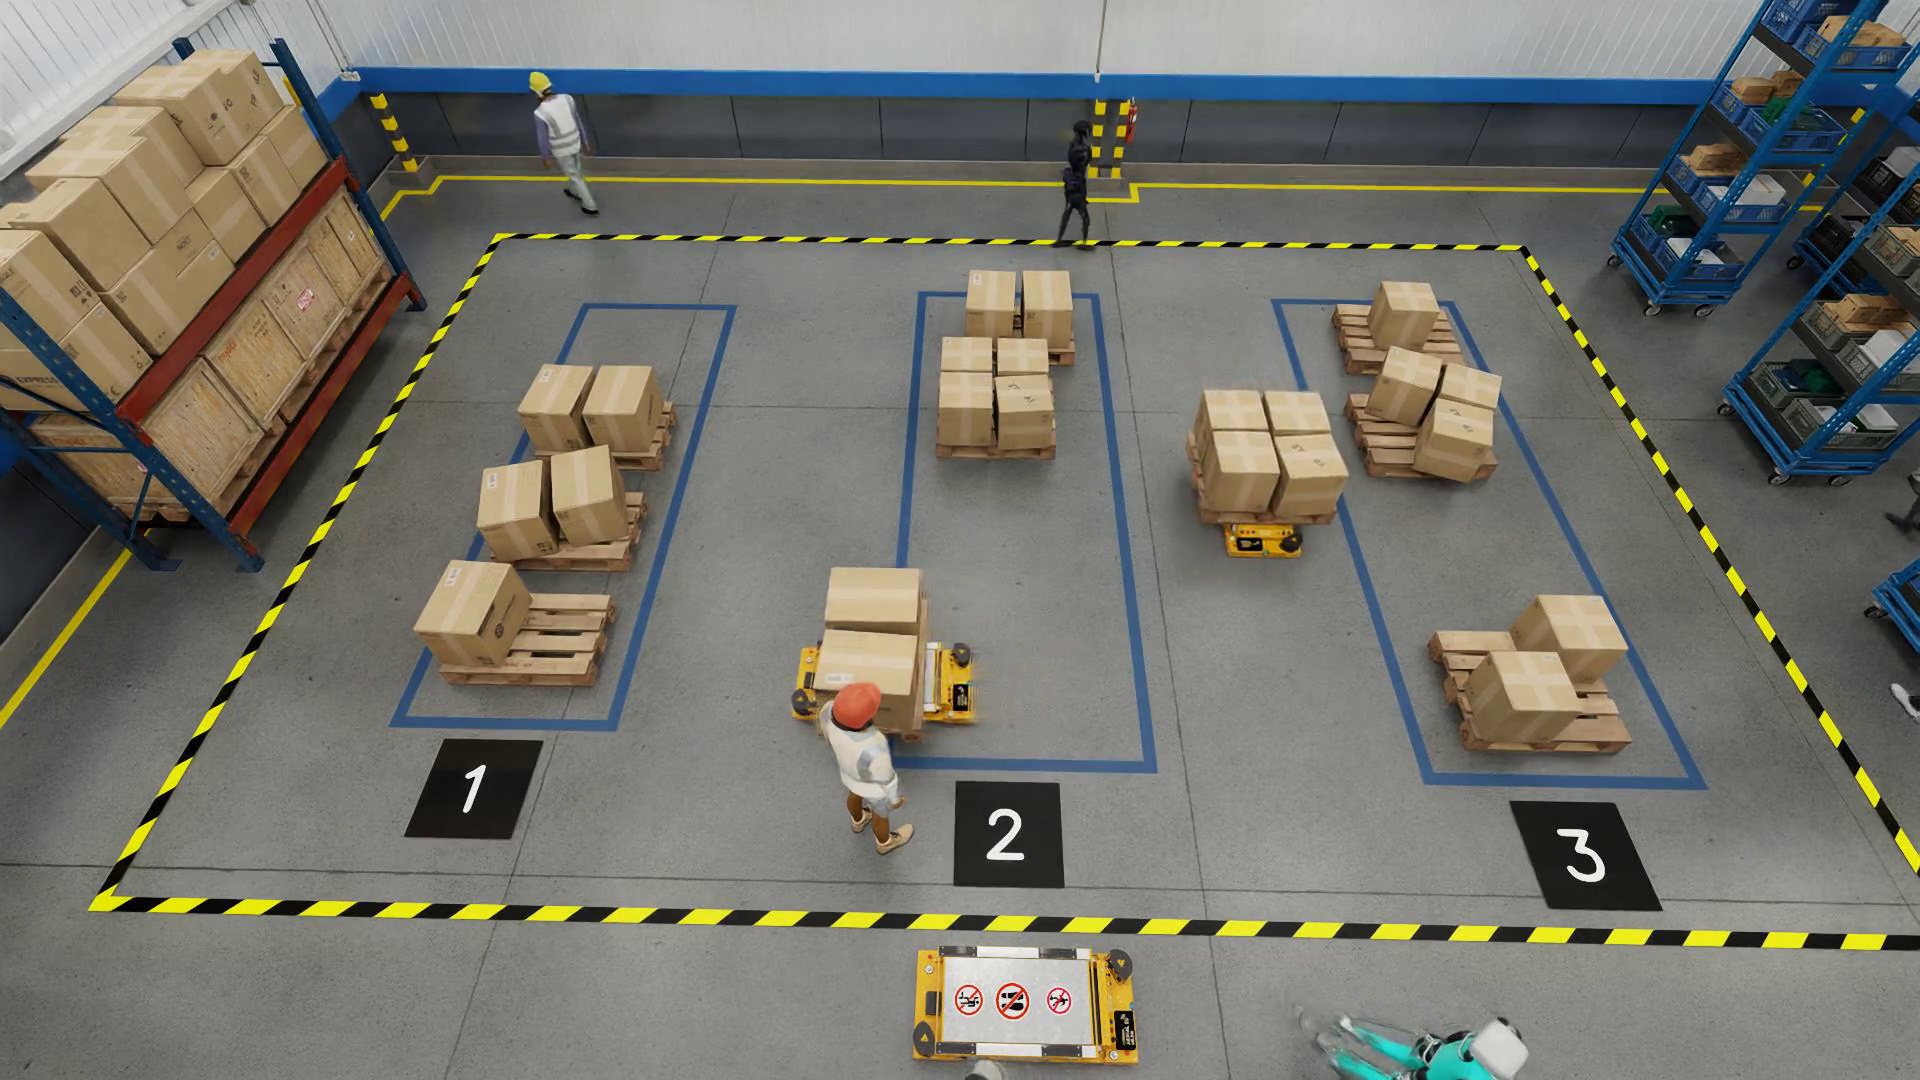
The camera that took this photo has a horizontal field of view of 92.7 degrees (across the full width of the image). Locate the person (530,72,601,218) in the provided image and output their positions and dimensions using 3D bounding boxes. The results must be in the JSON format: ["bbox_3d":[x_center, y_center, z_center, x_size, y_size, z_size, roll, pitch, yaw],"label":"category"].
[{"bbox_3d":[-5.052,-4.979,11.554,0.758,1.795,0.618,23,54,18],"label":"person"}]

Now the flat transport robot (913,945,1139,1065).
[{"bbox_3d":[0.422,3.041,6.007,1.431,0.231,0.659,1,51,1],"label":"flat transport robot"}]

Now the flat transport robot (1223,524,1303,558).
[{"bbox_3d":[2.822,-0.450,8.835,0.652,0.197,1.431,1,51,1],"label":"flat transport robot"}]

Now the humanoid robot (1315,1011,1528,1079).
[{"bbox_3d":[2.441,2.866,5.161,0.538,1.739,0.742,-35,59,-25],"label":"humanoid robot"}]

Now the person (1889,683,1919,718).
[{"bbox_3d":[7.735,1.075,6.622,0.598,1.797,0.981,-2,51,-2],"label":"person"}]

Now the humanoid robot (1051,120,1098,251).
[{"bbox_3d":[1.446,-4.264,11.056,0.560,1.647,0.593,-7,51,-6],"label":"humanoid robot"}]

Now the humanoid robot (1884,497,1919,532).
[{"bbox_3d":[9.073,-0.622,8.078,0.602,1.646,0.383,-4,51,-3],"label":"humanoid robot"}]

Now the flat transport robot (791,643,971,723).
[{"bbox_3d":[-0.630,1.154,7.527,1.431,0.197,0.652,1,51,1],"label":"flat transport robot"}]

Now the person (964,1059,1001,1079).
[{"bbox_3d":[0.135,3.160,4.913,0.496,1.816,0.511,7,51,6],"label":"person"}]

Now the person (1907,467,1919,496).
[{"bbox_3d":[9.607,-1.136,8.390,0.568,1.849,0.373,-5,51,-4],"label":"person"}]

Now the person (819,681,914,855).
[{"bbox_3d":[-0.609,1.529,6.093,0.606,2.048,0.366,36,59,25],"label":"person"}]
